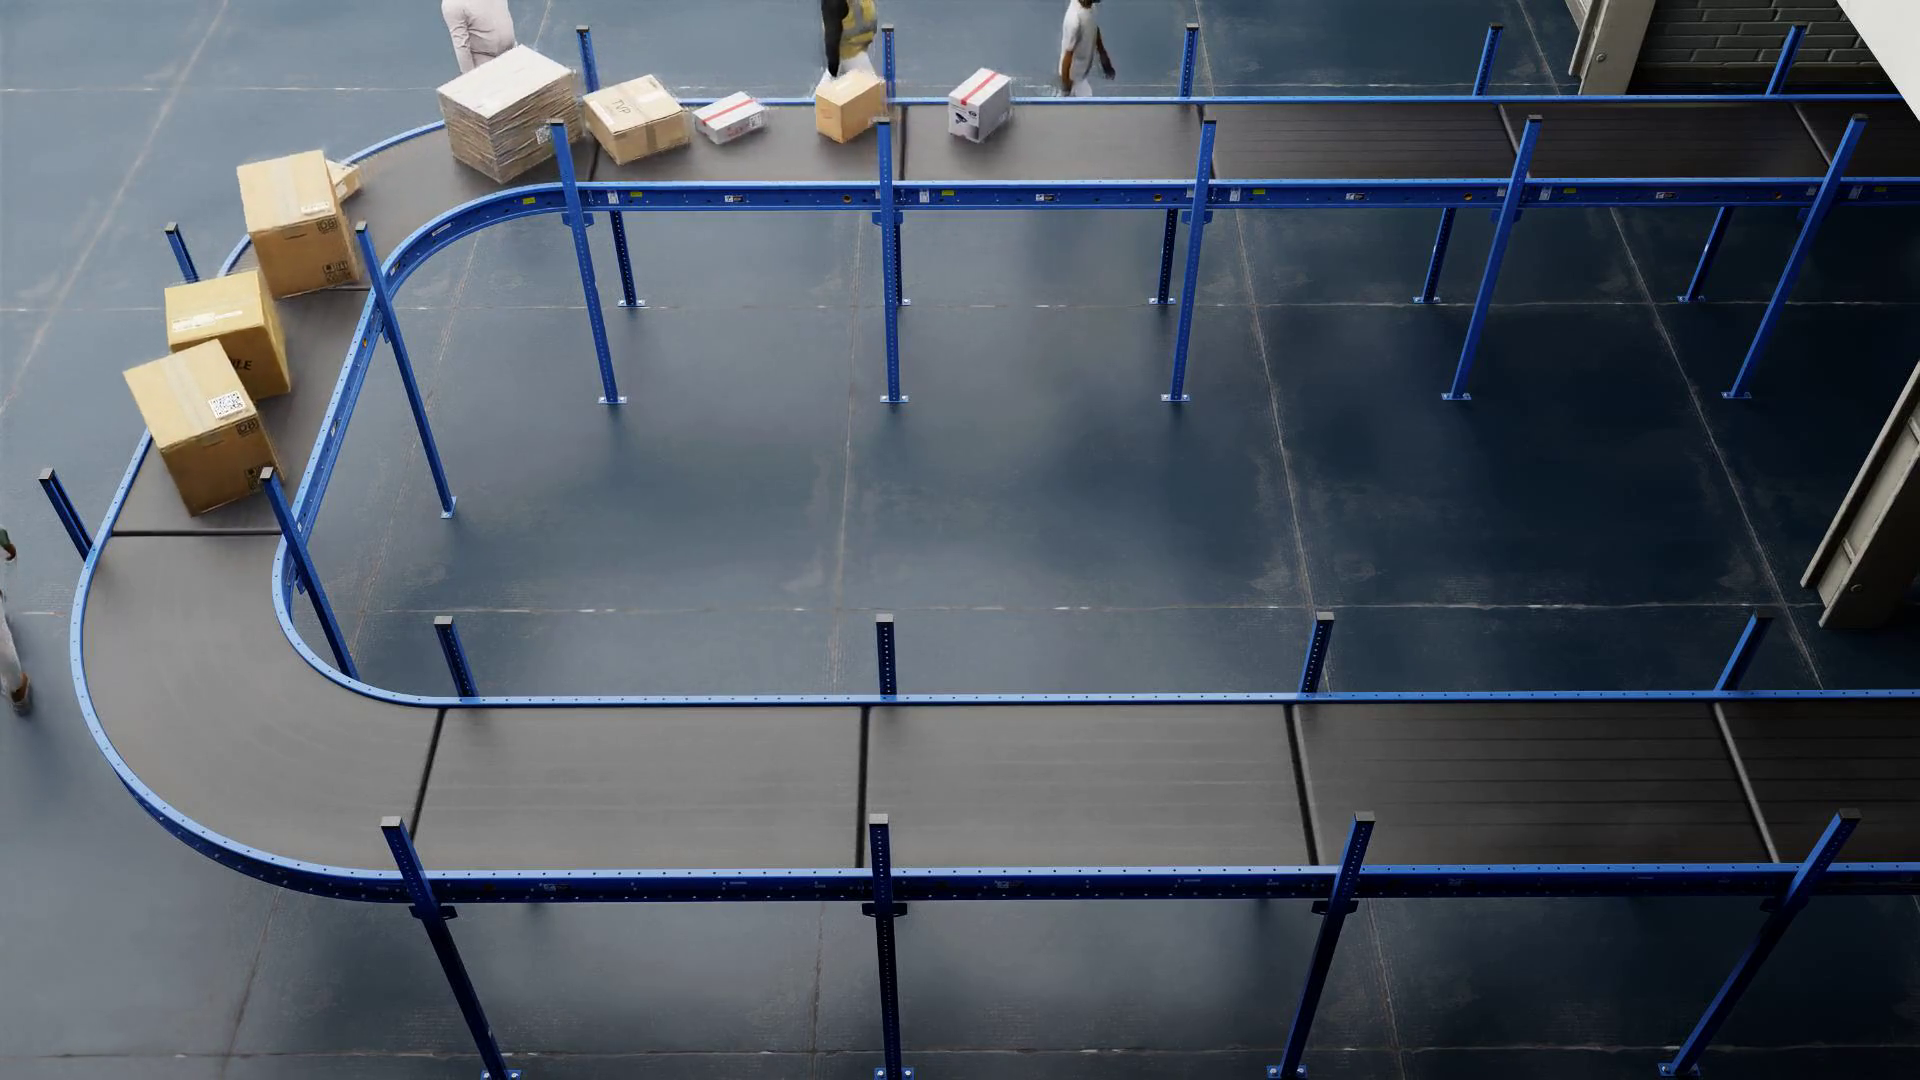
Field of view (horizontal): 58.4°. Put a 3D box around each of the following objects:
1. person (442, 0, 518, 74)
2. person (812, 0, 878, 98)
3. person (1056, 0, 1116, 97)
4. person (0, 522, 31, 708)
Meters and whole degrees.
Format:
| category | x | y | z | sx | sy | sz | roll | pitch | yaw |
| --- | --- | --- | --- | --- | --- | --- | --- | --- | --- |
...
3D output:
| category | x | y | z | sx | sy | sz | roll | pitch | yaw |
| --- | --- | --- | --- | --- | --- | --- | --- | --- | --- |
| person | -3.673 | -3.802 | 13.525 | 0.403 | 1.904 | 0.651 | 20 | 50 | 17 |
| person | -0.902 | -4.032 | 13.814 | 0.940 | 1.801 | 0.635 | 9 | 48 | 8 |
| person | 1.016 | -3.649 | 13.441 | 0.969 | 1.822 | 0.515 | 9 | 48 | 9 |
| person | -5.818 | 0.072 | 9.911 | 0.643 | 1.893 | 1.017 | -16 | 49 | -15 |
